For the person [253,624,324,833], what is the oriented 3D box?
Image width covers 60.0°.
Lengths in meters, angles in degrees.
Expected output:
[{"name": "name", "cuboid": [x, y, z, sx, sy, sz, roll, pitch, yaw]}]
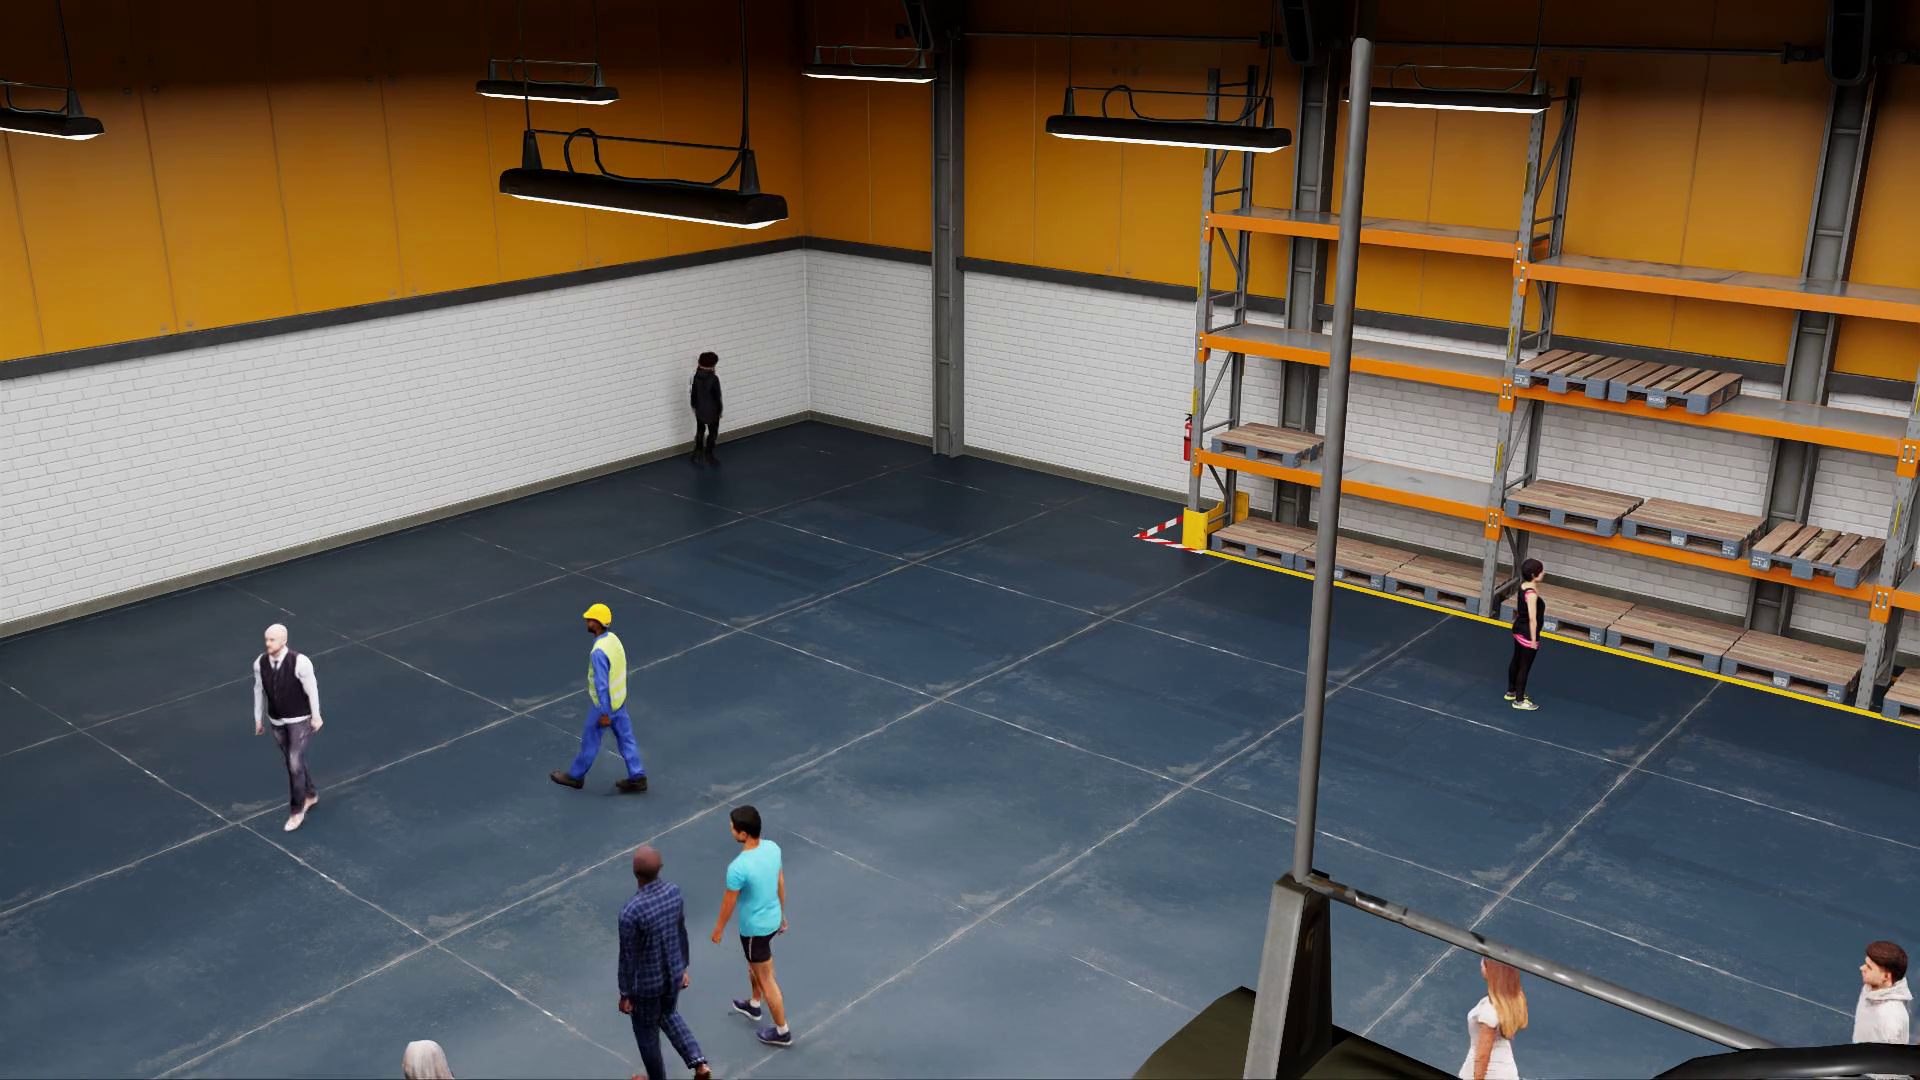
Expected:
[{"name": "person", "cuboid": [-5.769, 1.558, 14.468, 0.971, 1.799, 0.981, 4, 19, 12]}]

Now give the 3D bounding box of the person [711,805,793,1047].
[{"name": "person", "cuboid": [-1.287, 2.650, 11.298, 0.883, 1.753, 0.712, 10, 21, 28]}]

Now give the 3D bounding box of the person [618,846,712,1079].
[{"name": "person", "cuboid": [-1.896, 2.825, 10.698, 0.851, 1.805, 0.699, 12, 22, 32]}]

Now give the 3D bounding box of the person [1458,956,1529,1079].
[{"name": "person", "cuboid": [3.194, 3.193, 9.806, 0.655, 1.675, 1.032, -17, 25, -40]}]

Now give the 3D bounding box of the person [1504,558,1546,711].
[{"name": "person", "cuboid": [5.696, 0.924, 16.737, 0.669, 1.553, 0.620, 0, 19, 0]}]

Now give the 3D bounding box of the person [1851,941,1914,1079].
[{"name": "person", "cuboid": [5.332, 3.179, 9.600, 1.172, 1.834, 0.983, 4, 19, 12]}]

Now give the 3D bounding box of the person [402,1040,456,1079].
[{"name": "person", "cuboid": [-2.806, 3.444, 8.952, 0.757, 1.746, 0.697, -2, 19, -5]}]

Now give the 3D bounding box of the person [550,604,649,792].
[{"name": "person", "cuboid": [-3.061, 1.448, 14.829, 1.219, 1.777, 1.058, 2, 19, 7]}]

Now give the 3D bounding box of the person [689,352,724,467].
[{"name": "person", "cuboid": [-3.808, -1.960, 25.002, 0.684, 1.743, 0.908, 4, 19, 11]}]
